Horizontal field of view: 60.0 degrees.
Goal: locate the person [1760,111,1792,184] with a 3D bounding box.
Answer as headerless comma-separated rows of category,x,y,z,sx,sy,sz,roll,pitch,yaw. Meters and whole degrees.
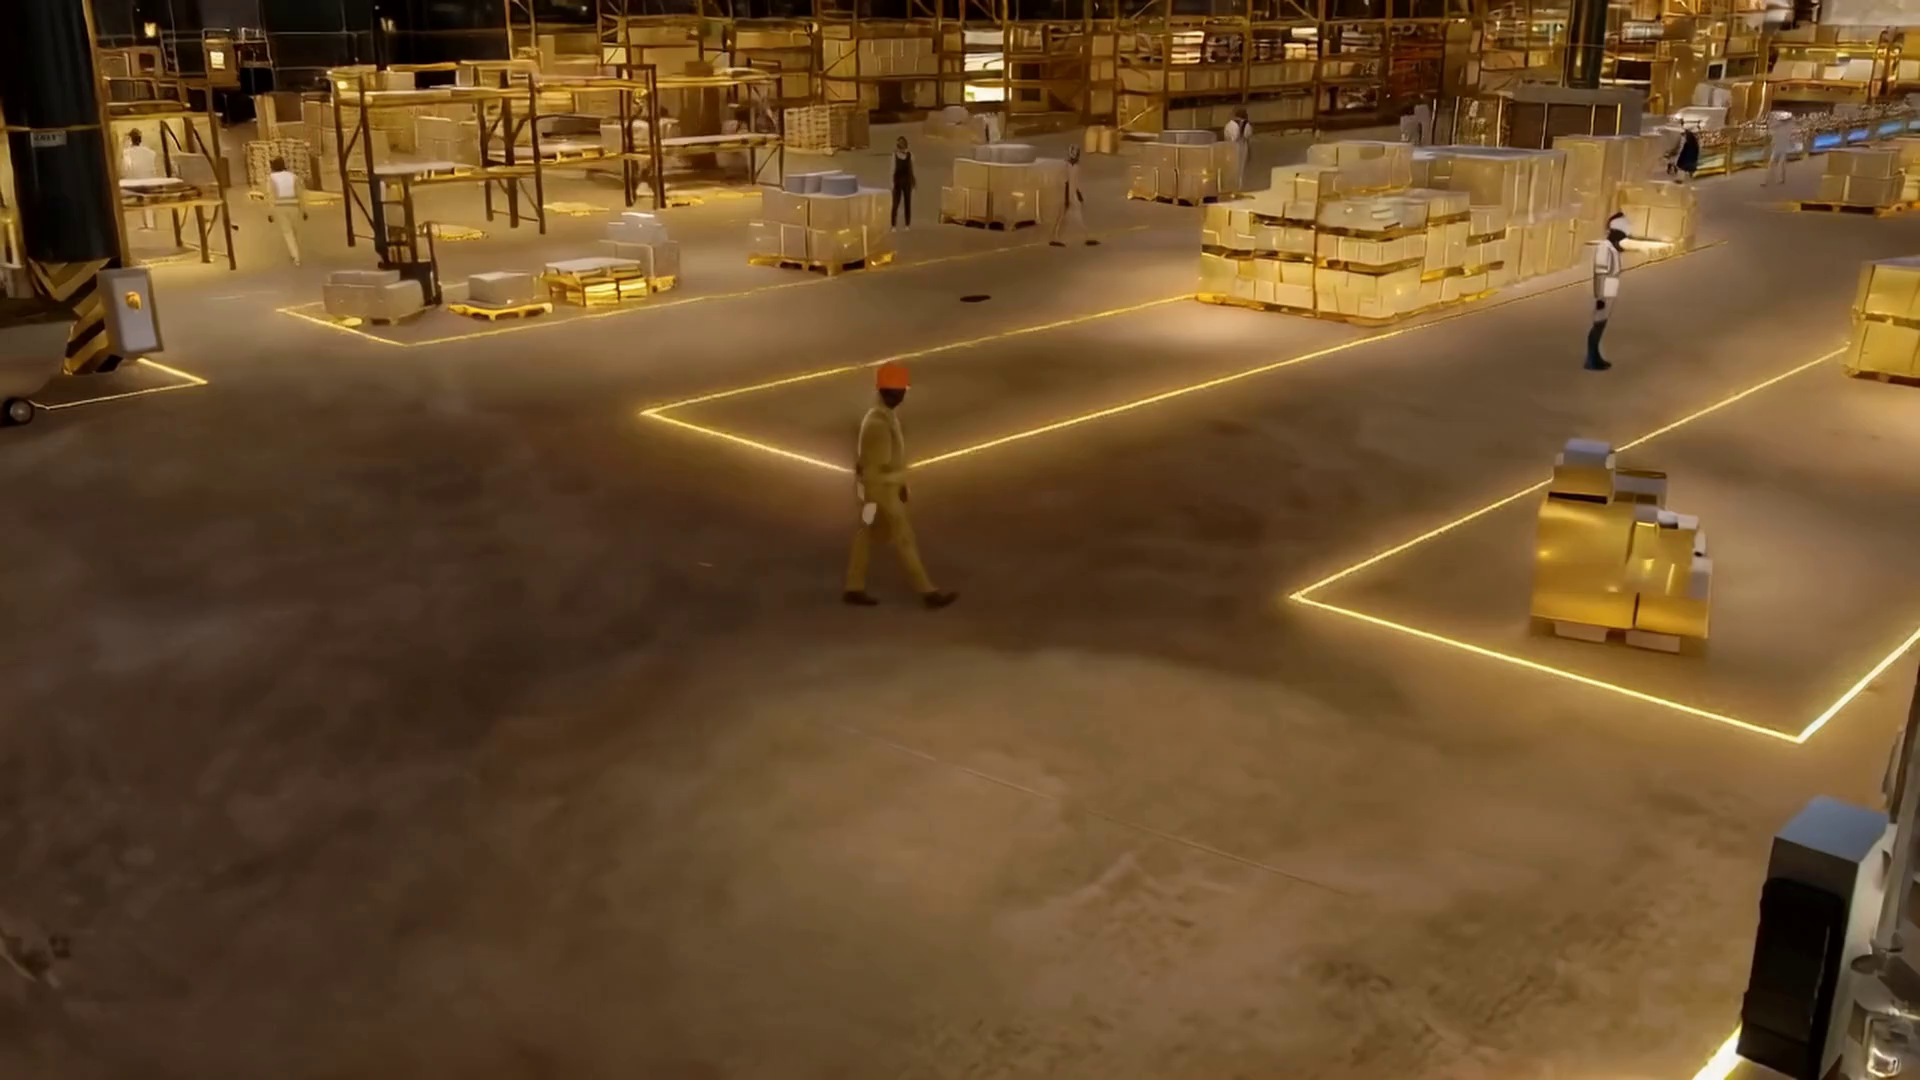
person,19.756,-9.462,40.107,0.915,1.722,0.527,-17,25,-41

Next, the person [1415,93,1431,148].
person,12.857,-11.554,46.353,0.429,1.750,0.577,-12,22,-32

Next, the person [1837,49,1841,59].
person,41.194,-22.282,78.298,0.376,1.995,0.612,14,23,35

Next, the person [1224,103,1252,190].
person,6.344,-9.074,38.432,0.697,2.000,0.751,-7,20,-20

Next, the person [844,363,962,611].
person,-0.449,-0.385,12.468,0.966,1.897,0.633,-1,18,-2

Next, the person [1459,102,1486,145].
person,12.191,-9.452,39.686,0.603,1.967,0.366,7,20,20

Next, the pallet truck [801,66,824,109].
pallet truck,-4.812,-15.182,56.903,0.823,1.965,1.885,-9,21,-26

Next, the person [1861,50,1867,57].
person,41.188,-21.487,76.071,0.623,1.878,1.047,-5,19,-13

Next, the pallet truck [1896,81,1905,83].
pallet truck,34.802,-16.331,61.455,0.653,1.274,1.630,17,25,41

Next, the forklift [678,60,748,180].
forklift,-6.316,-10.476,41.343,1.129,2.768,1.873,17,25,41

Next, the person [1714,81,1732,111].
person,24.979,-14.203,54.524,0.509,1.629,0.275,11,22,31

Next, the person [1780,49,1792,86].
person,40.064,-22.897,80.503,0.301,1.772,0.531,-11,21,-29

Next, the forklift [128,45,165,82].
forklift,-25.619,-14.248,52.709,1.873,2.768,1.129,13,22,34

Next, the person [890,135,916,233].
person,-1.102,-6.863,32.082,0.506,1.843,0.351,-3,19,-9

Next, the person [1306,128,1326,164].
person,6.988,-7.075,32.570,0.543,1.939,0.360,-5,19,-15

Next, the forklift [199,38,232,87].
forklift,-26.756,-16.688,60.060,1.873,2.768,1.129,17,25,41

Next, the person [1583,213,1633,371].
person,7.979,-3.053,20.478,0.385,1.930,0.541,13,22,34

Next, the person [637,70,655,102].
person,-10.655,-14.982,56.447,0.609,1.909,0.386,-4,19,-12

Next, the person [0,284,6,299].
person,-14.378,-4.179,24.293,0.890,1.653,0.535,8,20,22

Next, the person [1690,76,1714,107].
person,23.501,-13.712,52.679,0.752,1.870,0.474,5,19,15

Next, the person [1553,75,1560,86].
person,19.579,-14.306,54.544,0.611,1.812,0.441,13,22,34

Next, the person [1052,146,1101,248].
person,2.109,-6.211,30.158,0.933,1.823,0.504,0,18,-1

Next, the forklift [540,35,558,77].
forklift,-15.506,-17.626,62.887,1.873,2.768,1.129,0,18,-1

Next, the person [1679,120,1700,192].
person,14.765,-7.517,33.810,0.385,1.997,0.613,7,20,19

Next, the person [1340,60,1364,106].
person,15.814,-18.465,66.834,1.056,1.991,0.630,7,20,21

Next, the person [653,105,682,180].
person,-7.277,-9.660,40.547,0.584,1.829,1.021,15,24,38

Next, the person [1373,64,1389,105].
person,16.994,-18.311,66.851,0.862,1.652,0.557,-3,19,-9

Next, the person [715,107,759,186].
person,-5.366,-9.345,39.545,1.018,1.866,0.603,5,19,15

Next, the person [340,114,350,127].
person,-15.200,-9.705,40.982,0.548,1.622,0.388,-11,21,-30

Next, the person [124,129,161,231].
person,-15.897,-7.000,32.356,0.354,1.930,0.594,15,23,37

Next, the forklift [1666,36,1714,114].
forklift,27.341,-17.291,61.877,1.129,2.768,1.873,17,25,41

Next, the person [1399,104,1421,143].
person,11.829,-10.610,43.679,0.539,1.639,0.898,-6,19,-17

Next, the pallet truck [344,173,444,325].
pallet truck,-8.209,-4.181,23.757,0.823,1.965,1.885,3,19,9

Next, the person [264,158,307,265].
person,-11.513,-5.613,28.419,0.628,1.794,0.980,-16,24,-40

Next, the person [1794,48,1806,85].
person,40.861,-23.101,80.889,0.544,1.921,0.462,7,19,19

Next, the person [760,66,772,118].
person,-7.070,-16.328,60.606,0.430,1.841,0.624,3,19,9

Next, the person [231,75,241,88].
person,-22.530,-13.596,52.215,0.634,1.938,0.355,-13,23,-35

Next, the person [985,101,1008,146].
person,0.965,-10.093,41.833,0.896,1.834,0.530,10,21,28

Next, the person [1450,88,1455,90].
person,23.015,-22.001,77.541,0.355,1.937,0.634,7,19,19
